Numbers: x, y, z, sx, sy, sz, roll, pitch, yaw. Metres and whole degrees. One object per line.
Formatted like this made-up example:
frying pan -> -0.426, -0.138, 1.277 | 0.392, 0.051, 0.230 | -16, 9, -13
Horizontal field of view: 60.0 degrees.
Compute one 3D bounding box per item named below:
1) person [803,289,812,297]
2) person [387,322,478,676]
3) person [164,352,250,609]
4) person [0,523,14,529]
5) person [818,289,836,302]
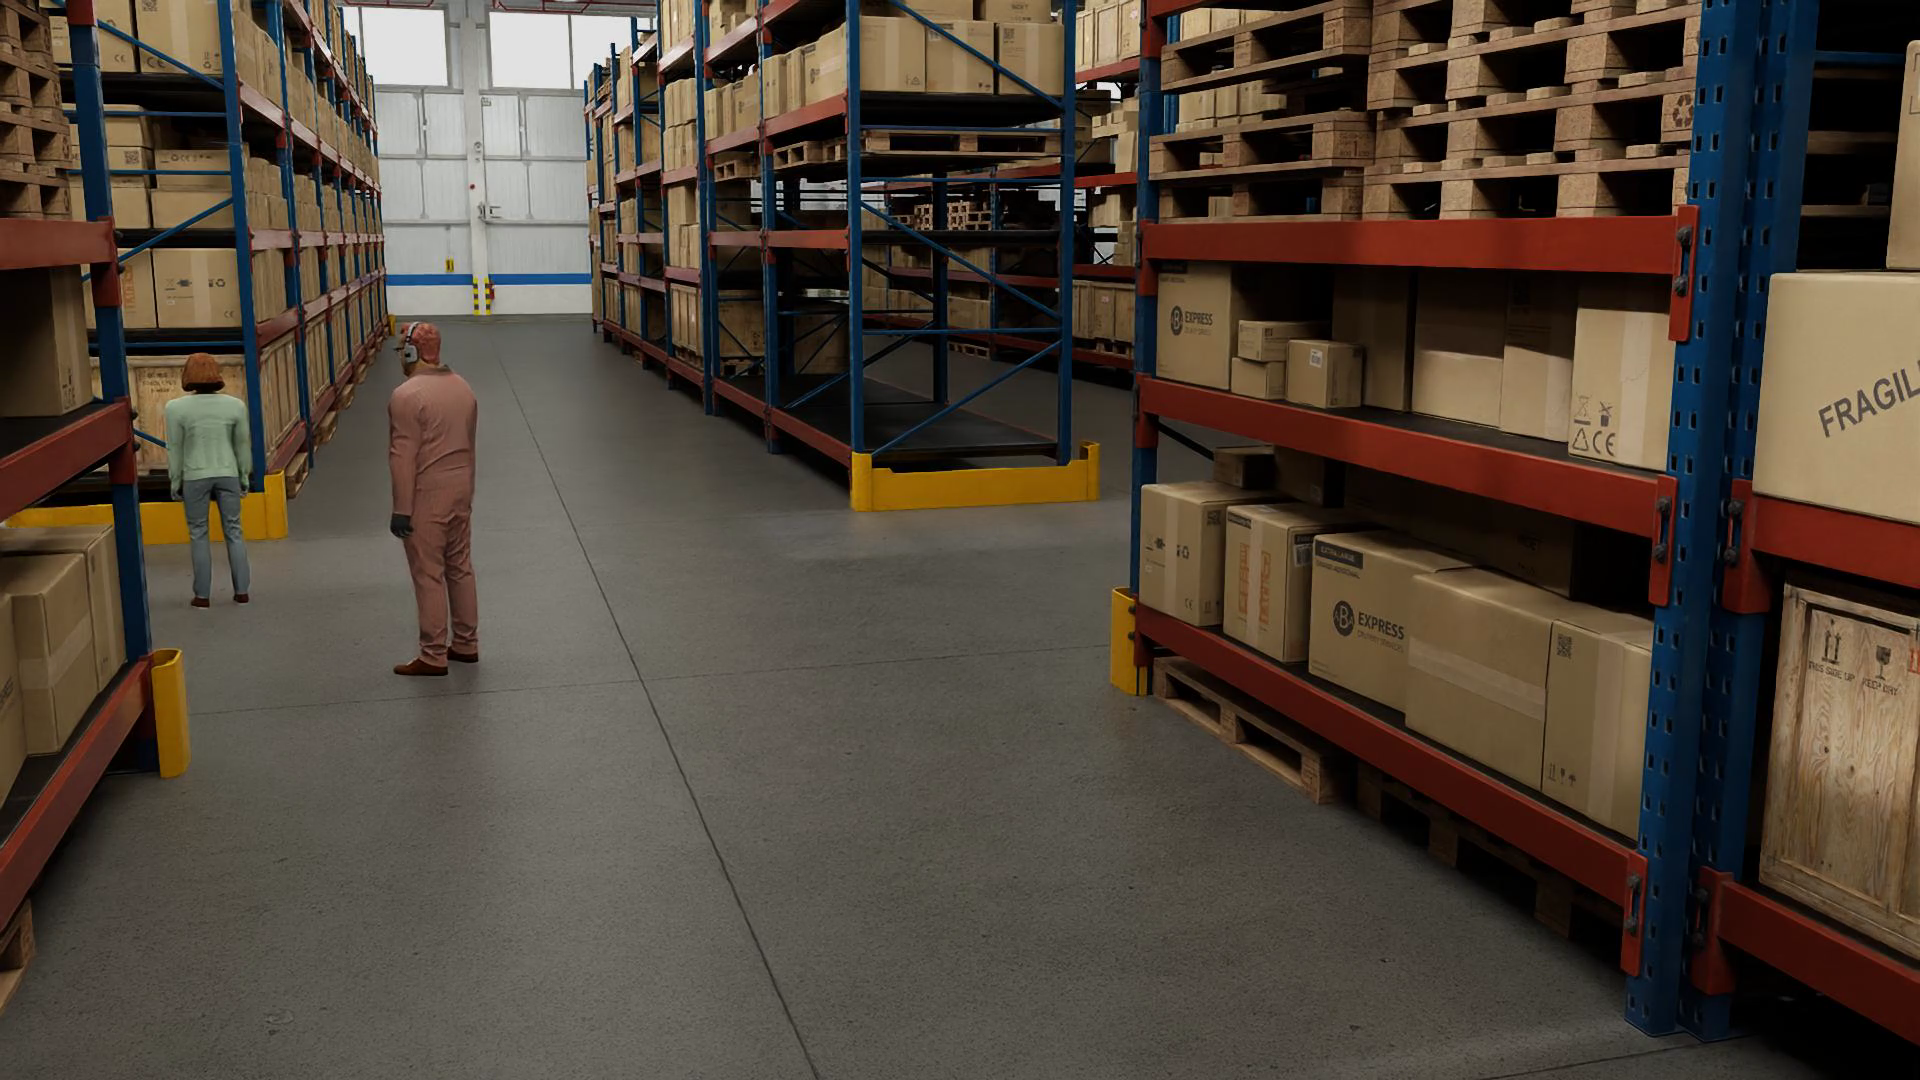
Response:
person -> -4.284, -7.067, 46.967 | 0.717, 1.724, 0.587 | 1, 10, 7
person -> -2.866, -0.223, 8.995 | 0.399, 1.900, 0.643 | 3, 11, 16
person -> -4.760, -0.374, 10.567 | 0.494, 1.624, 0.279 | -9, 13, -40
person -> -7.056, -0.645, 11.533 | 0.660, 1.825, 0.627 | -2, 11, -13
person -> -2.624, -4.584, 32.627 | 0.395, 1.994, 0.612 | -4, 11, -19
